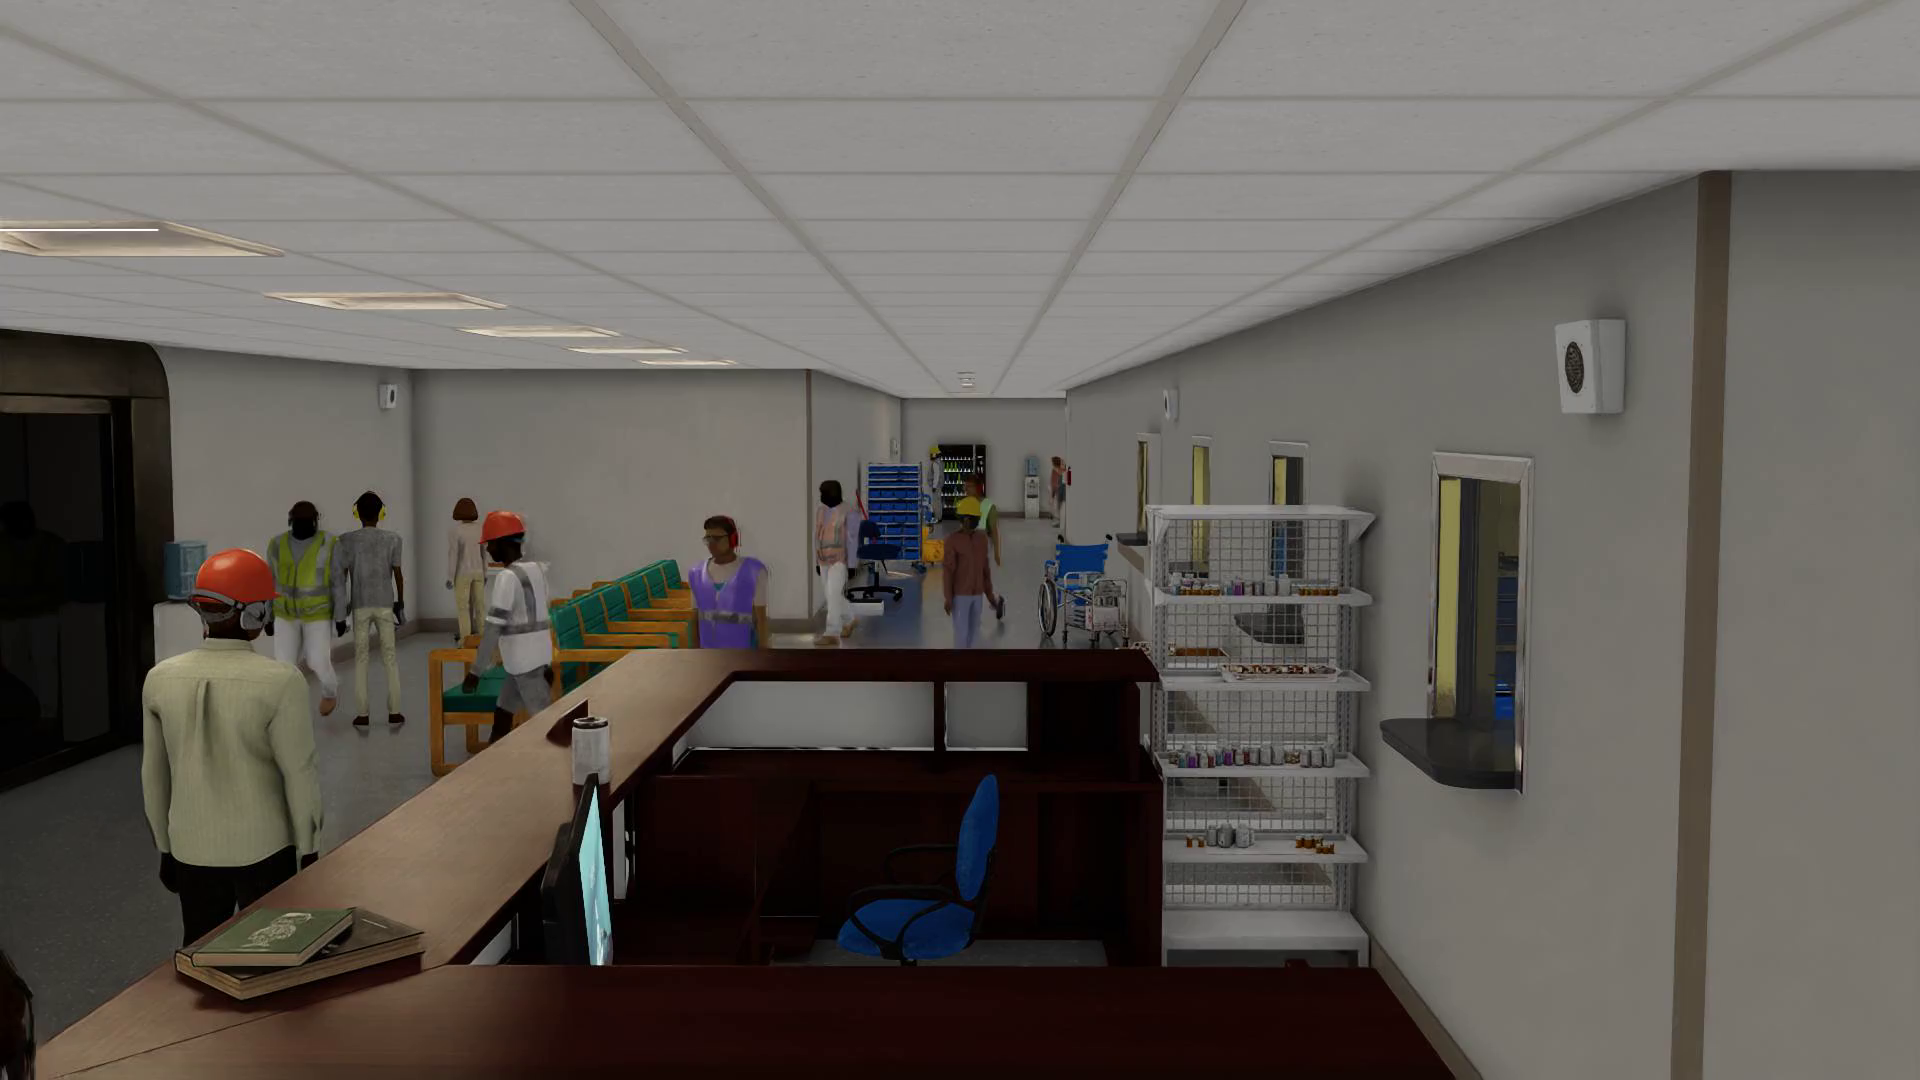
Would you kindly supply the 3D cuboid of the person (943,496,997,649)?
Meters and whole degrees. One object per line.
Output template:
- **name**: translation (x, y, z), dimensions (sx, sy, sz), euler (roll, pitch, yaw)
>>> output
- **person**: translation (0.082, 0.490, 14.782), dimensions (0.372, 1.764, 0.537), euler (4, 6, 43)

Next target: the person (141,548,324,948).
- **person**: translation (-2.433, 1.024, 5.617), dimensions (0.622, 1.994, 0.381), euler (1, 4, 9)

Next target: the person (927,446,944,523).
- **person**: translation (-0.581, -1.300, 39.359), dimensions (0.403, 1.830, 0.600), euler (1, 4, 8)

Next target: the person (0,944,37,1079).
- **person**: translation (-1.203, 1.364, 2.004), dimensions (0.630, 1.835, 0.429), euler (-2, 5, -30)

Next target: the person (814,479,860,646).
- **person**: translation (-1.331, 0.227, 18.213), dimensions (0.642, 1.802, 0.869), euler (4, 6, 43)

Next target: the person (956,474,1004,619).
- **person**: translation (0.270, 0.115, 19.749), dimensions (0.586, 1.813, 0.840), euler (4, 5, 42)

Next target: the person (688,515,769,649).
- **person**: translation (-1.477, 0.742, 10.757), dimensions (0.584, 1.825, 0.581), euler (1, 4, 20)

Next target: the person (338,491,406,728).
- **person**: translation (-4.661, 0.549, 13.166), dimensions (0.515, 1.872, 0.333), euler (-1, 4, -20)

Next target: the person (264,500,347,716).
- **person**: translation (-5.120, 0.584, 13.084), dimensions (0.671, 1.813, 0.622), euler (0, 4, -1)

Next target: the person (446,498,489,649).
- **person**: translation (-5.090, 0.379, 17.192), dimensions (0.279, 1.633, 0.505), euler (3, 5, 35)

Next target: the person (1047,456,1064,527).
- **person**: translation (2.193, -1.093, 37.863), dimensions (0.378, 1.620, 0.542), euler (2, 5, 27)
